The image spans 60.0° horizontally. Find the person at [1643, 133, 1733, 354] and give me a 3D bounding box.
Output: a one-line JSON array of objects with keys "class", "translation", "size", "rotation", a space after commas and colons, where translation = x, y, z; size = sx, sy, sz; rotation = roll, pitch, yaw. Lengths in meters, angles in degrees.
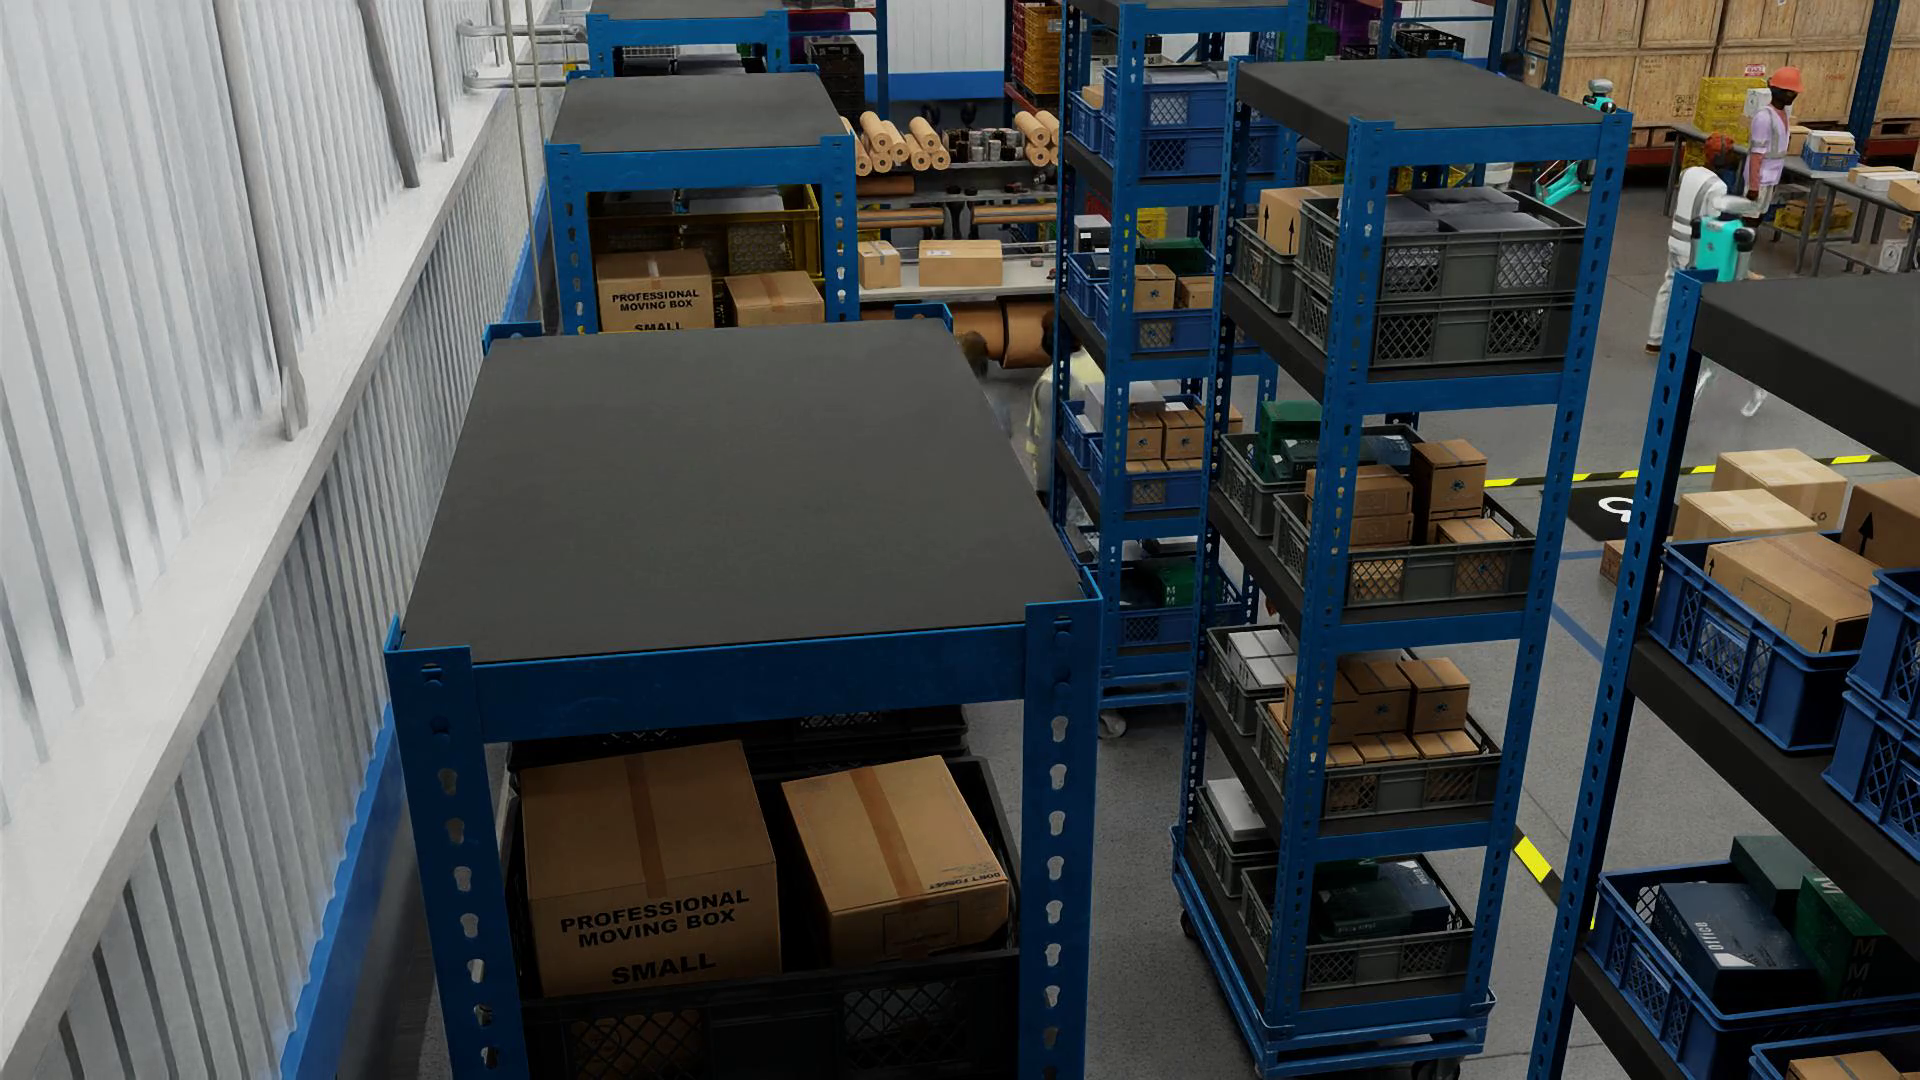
[{"class": "person", "translation": [5.939, -2.351, 13.495], "size": [0.365, 1.877, 0.579], "rotation": [-3, 25, -6]}]

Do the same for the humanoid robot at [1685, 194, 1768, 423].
[{"class": "humanoid robot", "translation": [5.756, -1.693, 12.274], "size": [1.015, 1.776, 0.531], "rotation": [-11, 27, -22]}]

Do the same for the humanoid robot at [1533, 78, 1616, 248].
[{"class": "humanoid robot", "translation": [5.978, -3.687, 16.436], "size": [0.740, 1.691, 0.534], "rotation": [-2, 25, -4]}]

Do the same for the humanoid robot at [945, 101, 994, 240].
[{"class": "humanoid robot", "translation": [0.033, -3.385, 16.018], "size": [0.612, 1.632, 0.728], "rotation": [-6, 25, -12]}]

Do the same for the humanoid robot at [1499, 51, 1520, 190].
[{"class": "humanoid robot", "translation": [6.148, -4.659, 18.747], "size": [0.593, 1.636, 0.534], "rotation": [-17, 30, -32]}]

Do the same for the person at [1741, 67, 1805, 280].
[{"class": "person", "translation": [7.506, -3.365, 15.494], "size": [0.379, 2.039, 0.615], "rotation": [19, 31, 36]}]

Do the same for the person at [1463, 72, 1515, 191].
[{"class": "person", "translation": [5.010, -3.453, 15.810], "size": [0.604, 1.936, 0.408], "rotation": [-13, 28, -25]}]

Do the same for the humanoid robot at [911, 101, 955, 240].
[{"class": "humanoid robot", "translation": [-0.236, -3.353, 15.904], "size": [0.372, 1.654, 0.582], "rotation": [22, 33, 40]}]

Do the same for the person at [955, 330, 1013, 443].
[{"class": "person", "translation": [-0.022, -0.156, 8.676], "size": [0.653, 1.906, 0.452], "rotation": [15, 28, 29]}]

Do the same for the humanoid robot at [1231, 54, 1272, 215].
[{"class": "humanoid robot", "translation": [3.130, -4.405, 18.042], "size": [0.675, 1.749, 0.551], "rotation": [-18, 30, -33]}]

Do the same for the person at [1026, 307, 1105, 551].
[{"class": "person", "translation": [0.579, -0.403, 9.303], "size": [0.431, 1.834, 0.634], "rotation": [12, 27, 24]}]

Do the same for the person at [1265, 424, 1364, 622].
[{"class": "person", "translation": [1.732, 0.200, 7.968], "size": [0.589, 1.852, 0.366], "rotation": [-4, 25, -9]}]

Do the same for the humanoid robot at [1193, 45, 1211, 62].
[{"class": "humanoid robot", "translation": [2.471, -4.627, 18.550], "size": [0.661, 1.762, 0.532], "rotation": [-3, 25, -5]}]
